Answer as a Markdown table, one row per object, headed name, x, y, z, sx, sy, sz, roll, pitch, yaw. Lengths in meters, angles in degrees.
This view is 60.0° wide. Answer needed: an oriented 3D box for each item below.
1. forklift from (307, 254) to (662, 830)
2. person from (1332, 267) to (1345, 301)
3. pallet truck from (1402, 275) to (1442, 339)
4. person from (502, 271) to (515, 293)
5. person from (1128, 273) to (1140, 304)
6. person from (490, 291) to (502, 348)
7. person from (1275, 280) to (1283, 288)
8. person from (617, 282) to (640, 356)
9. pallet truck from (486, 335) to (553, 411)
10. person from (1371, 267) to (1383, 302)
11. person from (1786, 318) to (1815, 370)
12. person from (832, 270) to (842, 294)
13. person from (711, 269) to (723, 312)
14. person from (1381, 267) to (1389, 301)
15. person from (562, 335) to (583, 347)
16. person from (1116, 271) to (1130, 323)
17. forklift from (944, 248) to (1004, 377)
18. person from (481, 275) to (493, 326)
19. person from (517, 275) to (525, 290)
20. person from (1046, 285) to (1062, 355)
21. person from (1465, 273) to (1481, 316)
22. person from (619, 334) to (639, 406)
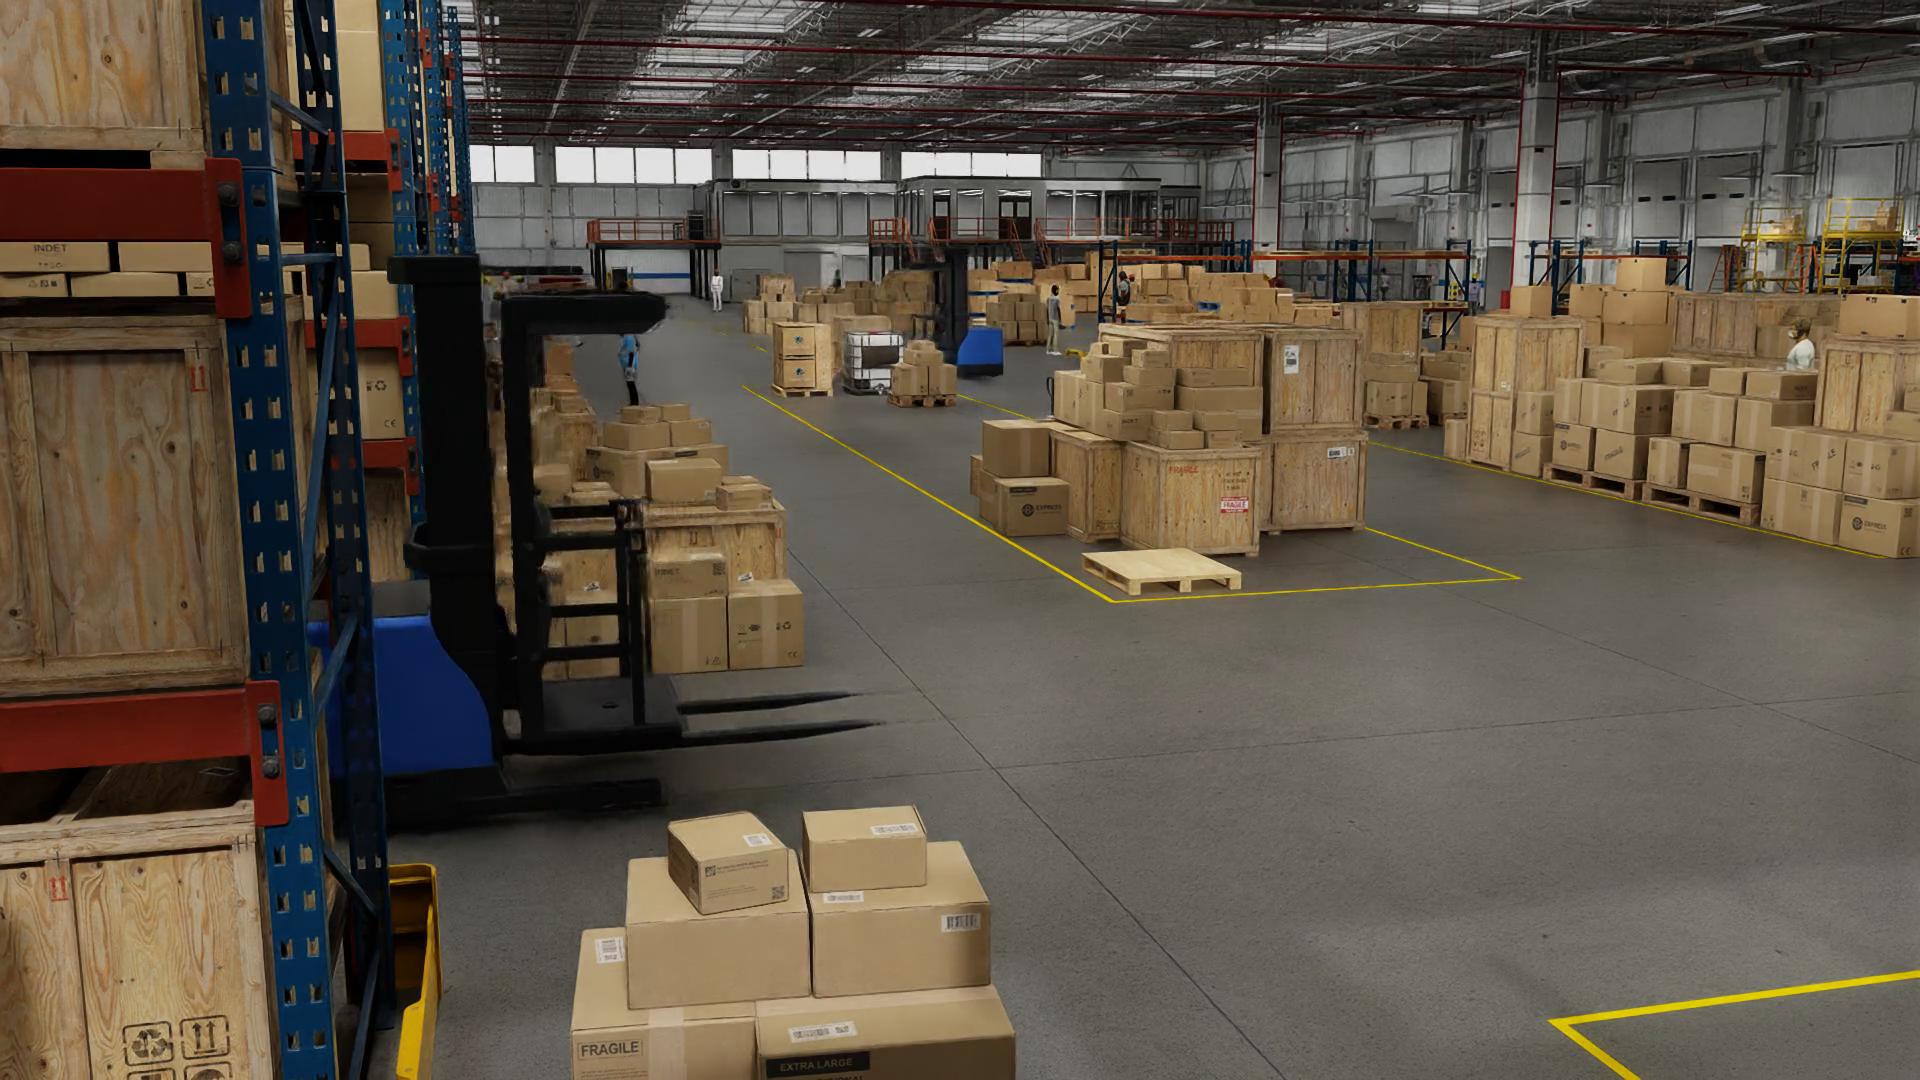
| name | x | y | z | sx | sy | sz | roll | pitch | yaw |
| --- | --- | --- | --- | --- | --- | --- | --- | --- | --- |
| forklift | -2.560 | -0.051 | 8.465 | 1.873 | 2.768 | 1.129 | -3 | 10 | -15 |
| person | 19.755 | -13.356 | 86.844 | 0.679 | 1.839 | 0.431 | 4 | 11 | 21 |
| pallet truck | 14.620 | -7.324 | 52.145 | 0.823 | 1.965 | 1.885 | 8 | 13 | 40 |
| person | -16.460 | -8.786 | 60.508 | 0.455 | 1.970 | 0.610 | 2 | 10 | 11 |
| person | 6.027 | -8.376 | 58.301 | 0.543 | 1.928 | 0.372 | -6 | 12 | -30 |
| person | -13.063 | -6.233 | 47.016 | 0.514 | 1.618 | 0.500 | 4 | 11 | 20 |
| person | 9.776 | -7.049 | 51.041 | 0.589 | 1.844 | 0.977 | -4 | 11 | -22 |
| person | -8.705 | -5.773 | 43.489 | 0.526 | 1.954 | 0.609 | -3 | 11 | -18 |
| pallet truck | -6.242 | -2.418 | 24.362 | 0.823 | 1.965 | 1.885 | 1 | 10 | 3 |
| person | 19.356 | -11.719 | 77.260 | 0.762 | 1.918 | 0.602 | -3 | 10 | -15 |
| person | 10.876 | -1.904 | 21.621 | 0.364 | 1.939 | 0.636 | 5 | 11 | 27 |
| person | -5.704 | -11.606 | 76.960 | 0.951 | 1.804 | 0.523 | 6 | 12 | 31 |
| person | -10.589 | -10.841 | 72.386 | 0.576 | 1.883 | 0.355 | 4 | 11 | 22 |
| person | 20.111 | -12.017 | 78.997 | 0.609 | 1.898 | 0.548 | -5 | 11 | -28 |
| person | -11.097 | -6.275 | 47.307 | 0.541 | 1.590 | 0.865 | -10 | 14 | -43 |
| person | 5.665 | -8.404 | 58.141 | 0.537 | 2.000 | 0.675 | 4 | 11 | 22 |
| forklift | -0.062 | -4.972 | 36.326 | 1.873 | 2.768 | 1.129 | -3 | 10 | -15 |
| person | -17.012 | -8.610 | 59.896 | 0.599 | 1.830 | 0.404 | 7 | 12 | 36 |
| person | -17.341 | -9.594 | 65.734 | 0.312 | 1.738 | 0.483 | -7 | 12 | -36 |
| person | 2.502 | -5.829 | 44.085 | 0.332 | 1.859 | 0.528 | -8 | 13 | -38 |
| person | 18.376 | -8.594 | 59.580 | 0.583 | 1.918 | 0.407 | -2 | 10 | -11 |
| person | -5.649 | -2.976 | 28.371 | 0.317 | 1.695 | 0.540 | -3 | 10 | -17 |
